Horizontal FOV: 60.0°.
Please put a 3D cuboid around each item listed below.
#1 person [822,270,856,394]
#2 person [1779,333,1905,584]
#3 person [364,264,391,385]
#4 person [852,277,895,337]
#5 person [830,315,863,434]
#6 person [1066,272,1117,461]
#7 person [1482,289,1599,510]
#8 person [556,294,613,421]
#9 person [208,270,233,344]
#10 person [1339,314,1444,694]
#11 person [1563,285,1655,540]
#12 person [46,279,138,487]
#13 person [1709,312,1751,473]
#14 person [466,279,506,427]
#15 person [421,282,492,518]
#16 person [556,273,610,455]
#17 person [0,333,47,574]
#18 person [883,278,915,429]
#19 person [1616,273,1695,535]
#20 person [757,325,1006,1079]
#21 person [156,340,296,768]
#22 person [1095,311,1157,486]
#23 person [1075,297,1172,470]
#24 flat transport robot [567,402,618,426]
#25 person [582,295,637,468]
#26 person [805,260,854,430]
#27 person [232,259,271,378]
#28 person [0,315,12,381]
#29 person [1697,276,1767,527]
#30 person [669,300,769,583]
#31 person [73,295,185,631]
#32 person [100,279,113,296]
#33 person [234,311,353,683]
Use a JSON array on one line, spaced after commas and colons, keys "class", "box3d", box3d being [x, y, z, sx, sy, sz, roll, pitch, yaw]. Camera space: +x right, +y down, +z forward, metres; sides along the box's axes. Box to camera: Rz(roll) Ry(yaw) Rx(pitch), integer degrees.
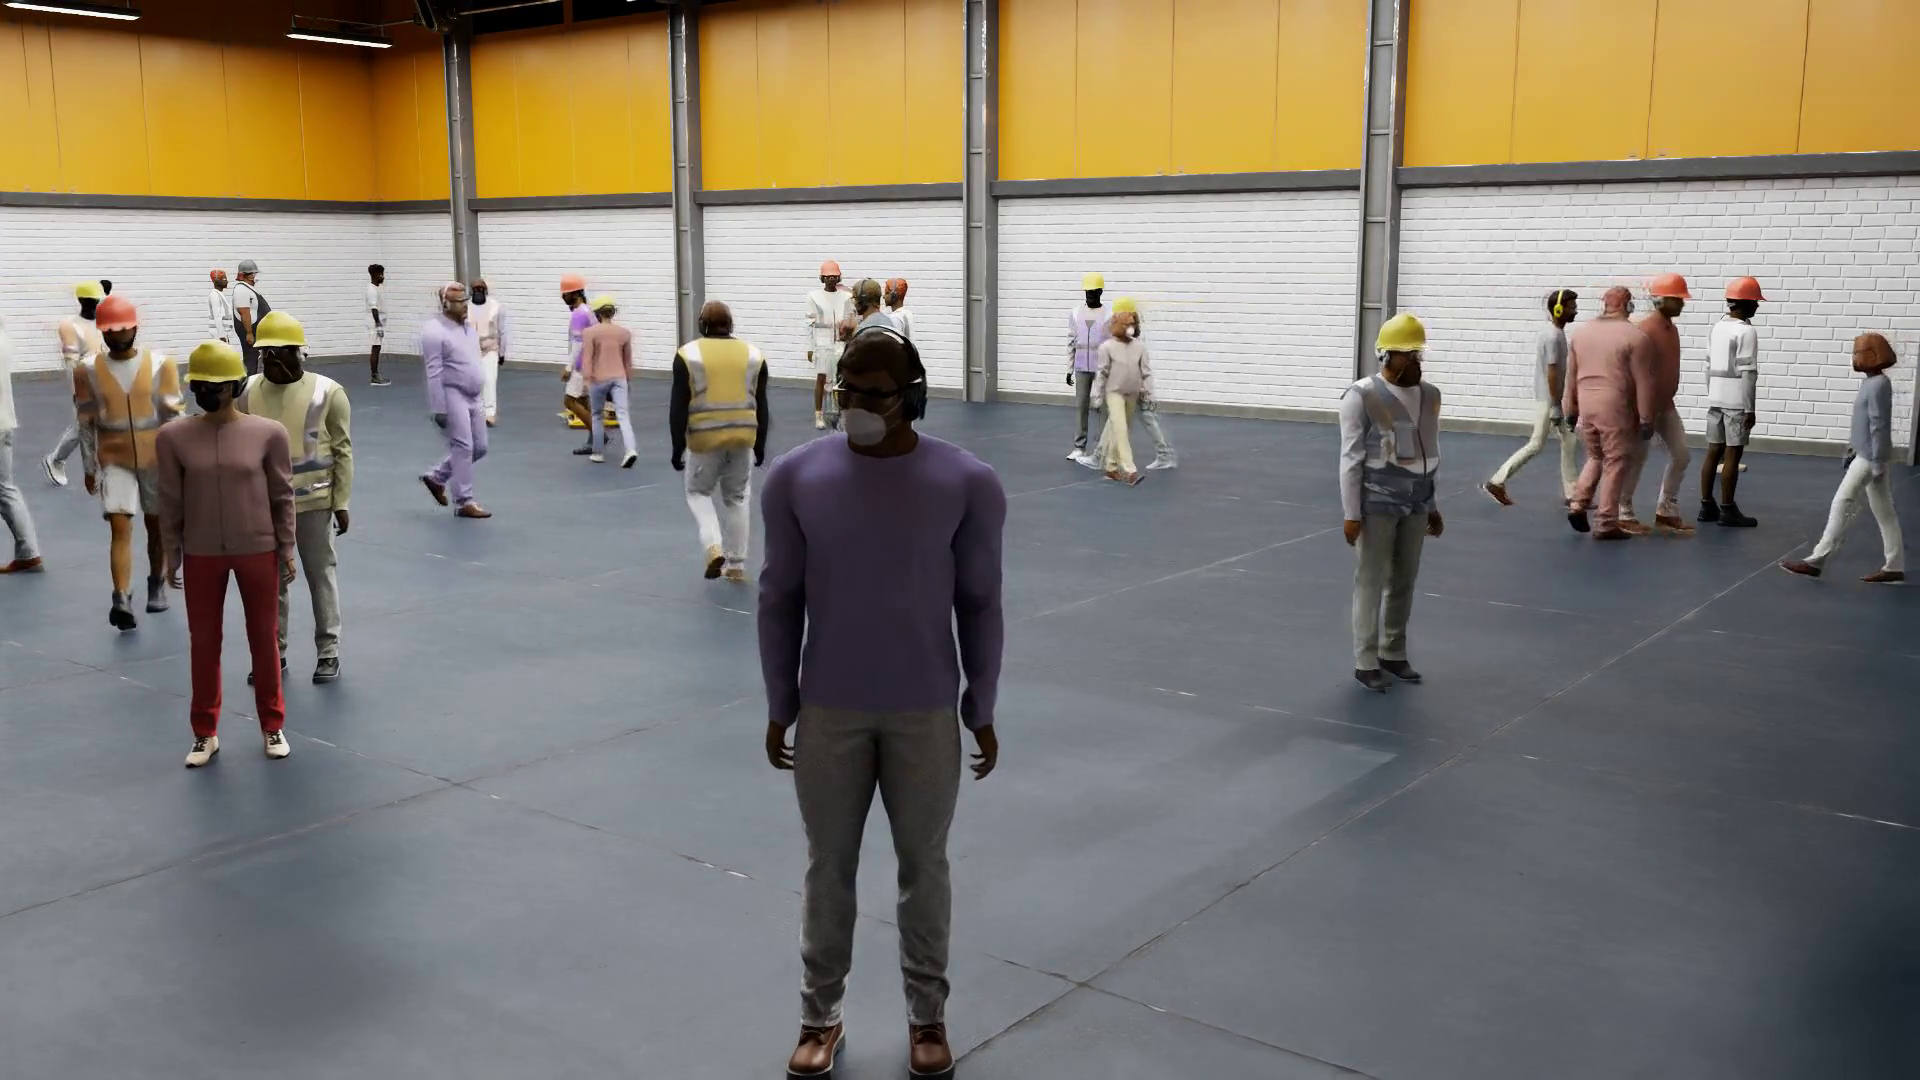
[{"class": "person", "box3d": [-1.895, -3.156, 25.167, 0.651, 1.907, 0.409, -4, 11, -23]}, {"class": "person", "box3d": [5.716, -0.518, 10.673, 0.796, 1.593, 0.529, 5, 11, 27]}, {"class": "person", "box3d": [-9.449, -3.483, 26.924, 0.369, 1.961, 0.609, -3, 10, -17]}, {"class": "person", "box3d": [-0.646, -0.992, 12.483, 0.355, 1.936, 0.633, 2, 10, 13]}, {"class": "person", "box3d": [-0.993, -1.109, 14.134, 0.824, 1.608, 0.538, 2, 10, 12]}, {"class": "person", "box3d": [1.358, -1.766, 17.013, 0.587, 1.928, 0.363, 4, 11, 24]}, {"class": "person", "box3d": [4.855, -1.162, 13.802, 0.921, 1.832, 0.531, 4, 11, 25]}, {"class": "person", "box3d": [-4.650, -2.295, 20.901, 0.897, 1.642, 0.568, -6, 11, -30]}, {"class": "person", "box3d": [-10.865, -3.027, 24.492, 0.355, 1.882, 0.575, -4, 10, -21]}, {"class": "person", "box3d": [2.127, -0.171, 8.088, 0.607, 1.827, 0.443, -5, 11, -28]}, {"class": "person", "box3d": [4.806, -0.940, 12.326, 0.403, 1.881, 0.686, -5, 11, -29]}, {"class": "person", "box3d": [-7.891, -1.409, 15.039, 0.848, 1.898, 0.591, 3, 10, 19]}, {"class": "person", "box3d": [7.478, -1.558, 16.084, 0.501, 1.839, 0.342, -8, 13, -39]}, {"class": "person", "box3d": [-5.908, -2.288, 20.421, 0.620, 1.796, 0.972, -1, 10, -6]}, {"class": "person", "box3d": [-4.069, -1.118, 13.352, 0.594, 1.885, 0.657, 3, 10, 14]}, {"class": "person", "box3d": [-3.954, -1.809, 17.301, 0.448, 1.910, 0.564, -2, 10, -10]}, {"class": "person", "box3d": [-6.327, -0.675, 10.747, 0.609, 1.924, 0.627, -2, 10, -9]}, {"class": "person", "box3d": [-0.603, -1.564, 15.970, 0.355, 1.882, 0.575, 1, 10, 8]}, {"class": "person", "box3d": [5.228, -0.991, 12.384, 0.629, 1.967, 0.705, -8, 13, -39]}, {"class": "person", "box3d": [-0.199, 0.428, 4.222, 0.627, 1.936, 0.374, 0, 10, 2]}, {"class": "person", "box3d": [-3.017, 0.056, 6.885, 0.526, 1.765, 0.330, -3, 10, -19]}, {"class": "person", "box3d": [1.535, -1.287, 15.210, 0.519, 1.584, 0.877, -5, 11, -27]}, {"class": "person", "box3d": [1.642, -1.512, 16.224, 0.956, 1.691, 0.486, 2, 10, 9]}, {"class": "flat transport robot", "box3d": [-4.575, -1.588, 20.797, 0.652, 0.197, 1.431, -2, 10, -14]}, {"class": "person", "box3d": [-3.487, -1.585, 16.594, 0.552, 1.712, 0.927, -6, 11, -30]}, {"class": "person", "box3d": [-1.550, -2.350, 20.080, 0.615, 2.042, 0.376, -4, 10, -21]}, {"class": "person", "box3d": [-10.118, -2.998, 23.861, 0.537, 2.000, 0.678, -3, 10, -18]}, {"class": "person", "box3d": [-10.112, -1.752, 17.210, 0.527, 1.841, 0.865, -4, 11, -24]}, {"class": "person", "box3d": [6.021, -1.071, 12.938, 0.358, 1.938, 0.548, -2, 10, -9]}, {"class": "person", "box3d": [-1.533, -0.614, 10.631, 0.683, 1.822, 0.447, -5, 11, -25]}, {"class": "person", "box3d": [-4.702, -0.446, 9.472, 0.560, 1.869, 1.037, -5, 11, -25]}, {"class": "person", "box3d": [-14.147, -3.479, 27.658, 0.540, 1.696, 0.321, -5, 11, -25]}, {"class": "person", "box3d": [-3.294, -0.202, 8.179, 0.586, 1.835, 0.403, 0, 10, 0]}]
